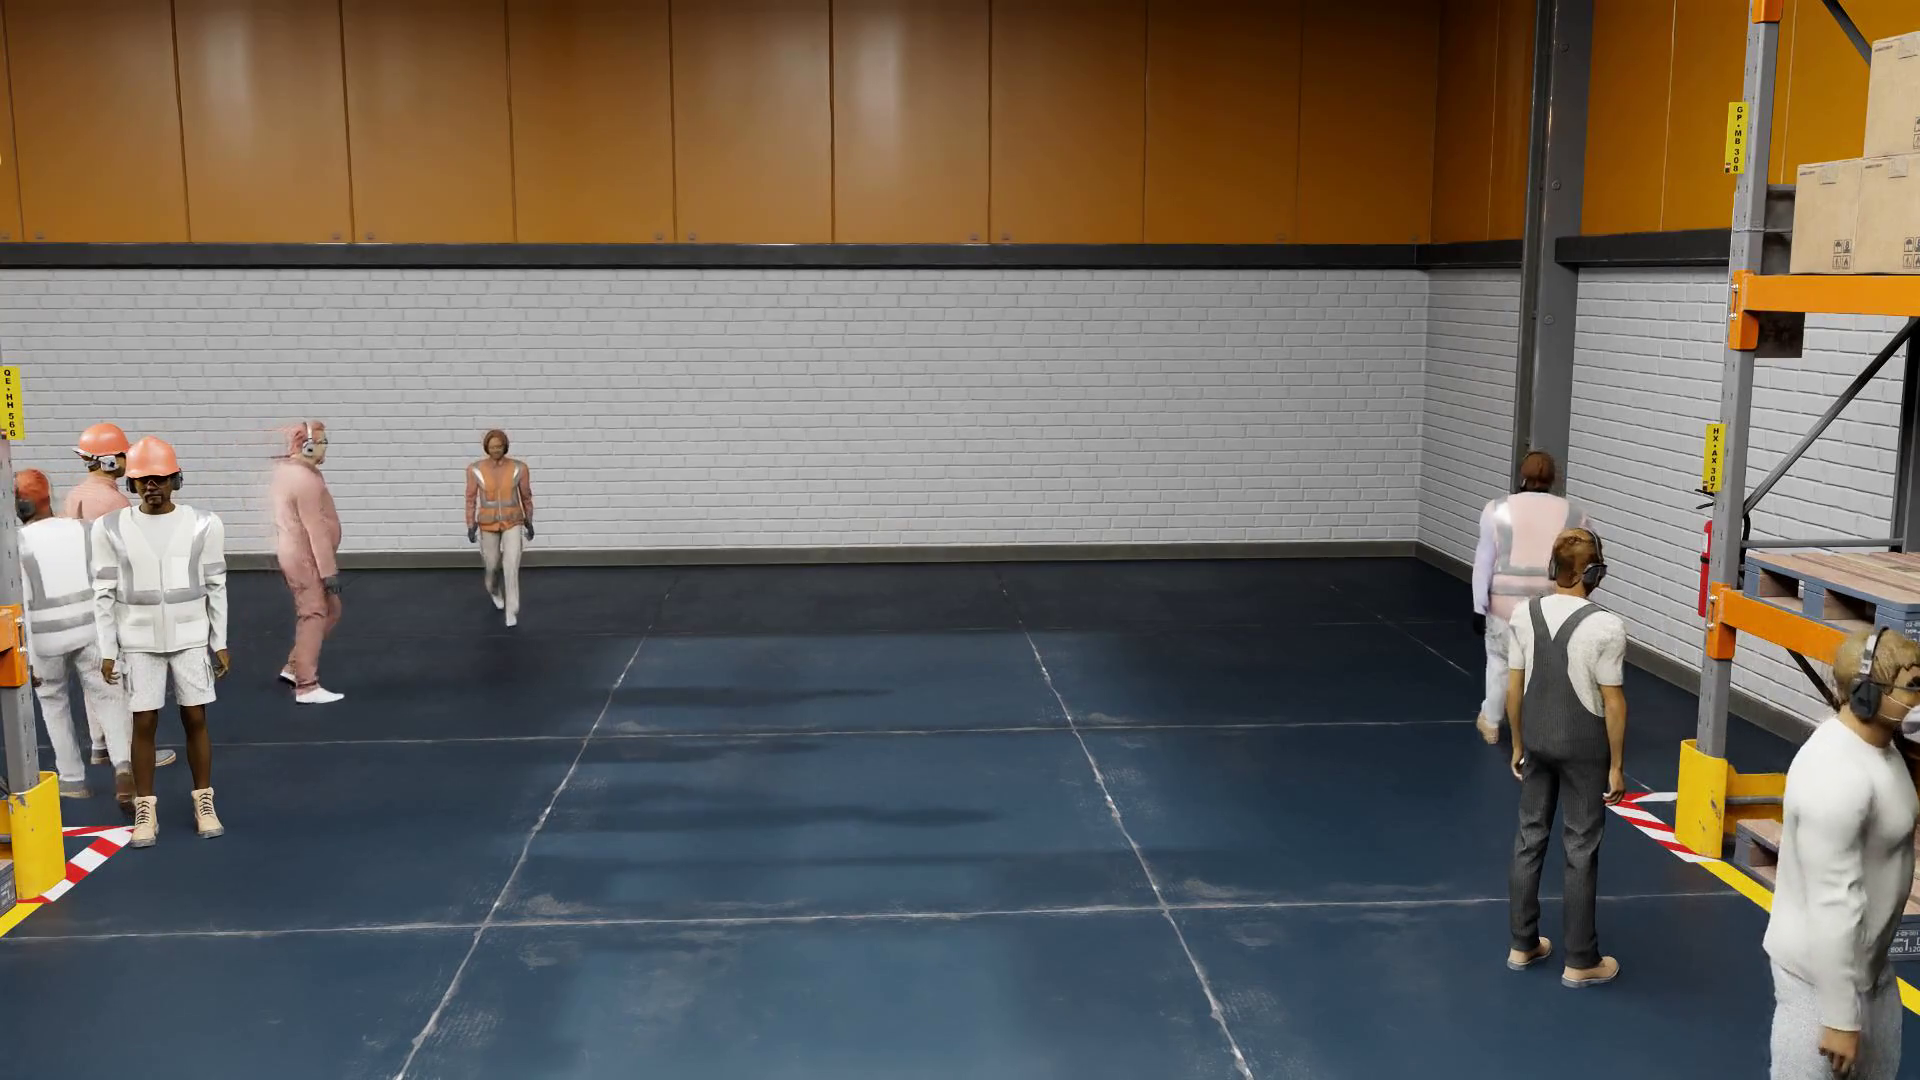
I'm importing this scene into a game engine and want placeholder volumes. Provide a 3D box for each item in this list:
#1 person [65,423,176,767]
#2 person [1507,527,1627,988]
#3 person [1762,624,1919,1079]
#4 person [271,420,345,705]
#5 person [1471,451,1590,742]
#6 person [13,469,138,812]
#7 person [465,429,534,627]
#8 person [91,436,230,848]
[{"bbox_3d":[-4.859,0.326,9.550,0.609,1.996,0.378,6,11,34],"label":"person"},{"bbox_3d":[2.430,0.863,6.668,0.346,1.841,0.505,-8,12,-40],"label":"person"},{"bbox_3d":[2.426,1.171,4.523,0.509,1.937,0.642,7,11,36],"label":"person"},{"bbox_3d":[-4.258,0.157,10.953,0.422,1.891,0.639,-6,11,-31],"label":"person"},{"bbox_3d":[3.337,0.373,9.826,0.659,1.809,0.882,2,9,10],"label":"person"},{"bbox_3d":[-4.681,0.533,8.761,0.895,1.840,0.625,7,12,38],"label":"person"},{"bbox_3d":[-3.784,-0.133,13.683,0.535,1.605,0.773,-2,9,-14],"label":"person"},{"bbox_3d":[-3.962,0.502,8.296,0.608,2.044,0.370,-5,10,-27],"label":"person"}]
